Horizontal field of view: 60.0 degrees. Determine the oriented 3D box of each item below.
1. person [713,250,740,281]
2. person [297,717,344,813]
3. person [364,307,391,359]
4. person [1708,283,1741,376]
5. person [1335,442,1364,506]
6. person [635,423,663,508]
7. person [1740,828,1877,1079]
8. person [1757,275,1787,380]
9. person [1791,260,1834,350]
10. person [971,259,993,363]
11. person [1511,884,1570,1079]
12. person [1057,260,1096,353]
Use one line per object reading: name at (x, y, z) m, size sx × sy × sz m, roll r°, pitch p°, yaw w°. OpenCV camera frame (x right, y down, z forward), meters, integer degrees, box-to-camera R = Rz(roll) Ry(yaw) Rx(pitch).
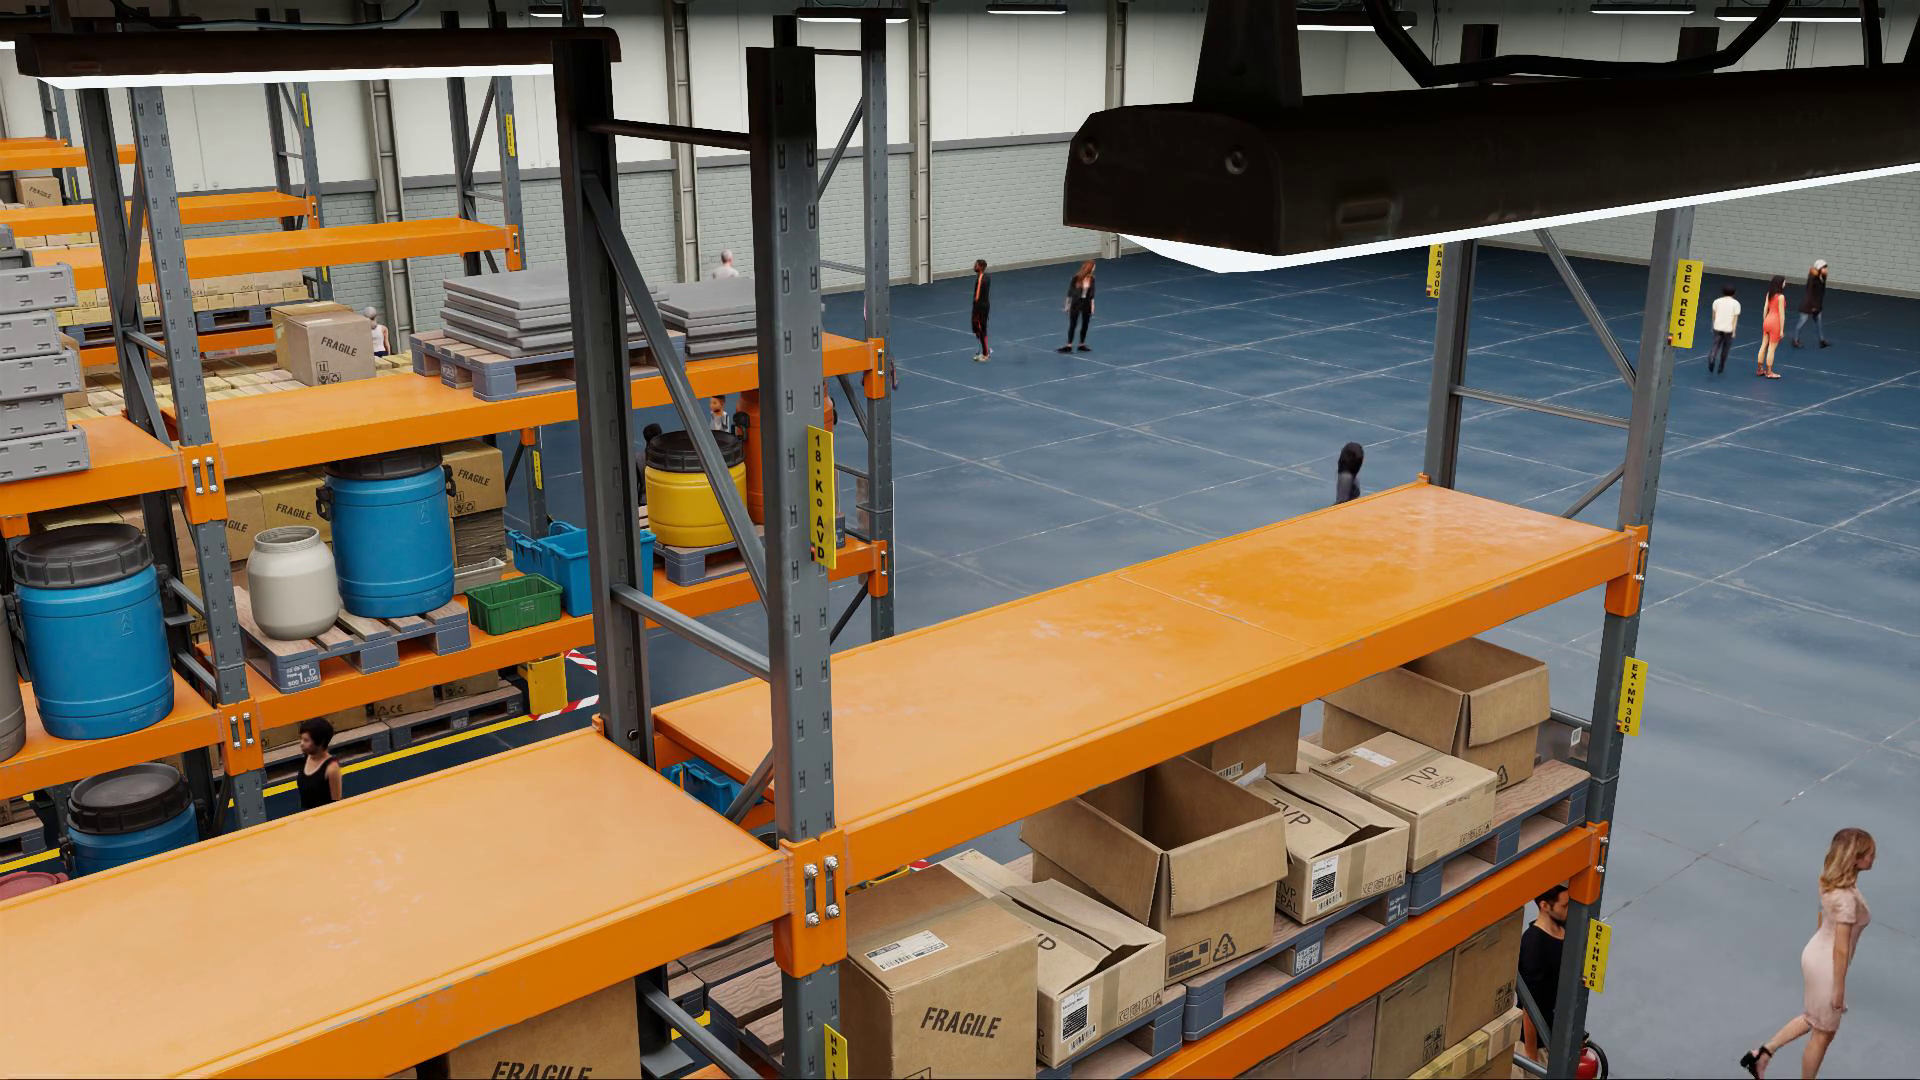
person at (-4.160, -4.113, 29.299) m, size 1.081 × 1.860 × 1.329 m, roll 9°, pitch 20°, yaw 25°
person at (-4.273, 1.899, 11.356) m, size 0.605 × 1.540 × 0.837 m, roll 16°, pitch 24°, yaw 40°
person at (-8.806, -2.676, 25.136) m, size 0.498 × 1.705 × 0.676 m, roll -12°, pitch 21°, yaw -32°
person at (12.801, -3.512, 27.925) m, size 0.744 × 1.569 × 0.966 m, roll 12°, pitch 22°, yaw 33°
person at (3.922, -0.130, 17.283) m, size 0.895 × 1.728 × 0.765 m, roll 8°, pitch 20°, yaw 23°
person at (-3.248, -0.345, 17.777) m, size 0.706 × 1.831 × 0.817 m, roll -1°, pitch 18°, yaw -3°
person at (4.755, 2.415, 9.321) m, size 0.864 × 1.820 × 0.823 m, roll 4°, pitch 18°, yaw 13°
person at (13.631, -3.581, 27.895) m, size 0.673 × 1.718 × 0.671 m, roll -4°, pitch 18°, yaw -12°
person at (15.389, -4.267, 30.191) m, size 0.969 × 1.602 × 0.827 m, roll -9°, pitch 20°, yaw -25°
person at (0.471, -4.005, 29.064) m, size 0.848 × 1.800 × 0.764 m, roll 4°, pitch 19°, yaw 13°
person at (3.037, 2.578, 8.755) m, size 0.756 × 1.859 × 0.553 m, roll 12°, pitch 22°, yaw 33°
person at (2.092, -4.197, 29.851) m, size 0.740 × 1.678 × 0.928 m, roll -1°, pitch 18°, yaw -3°
